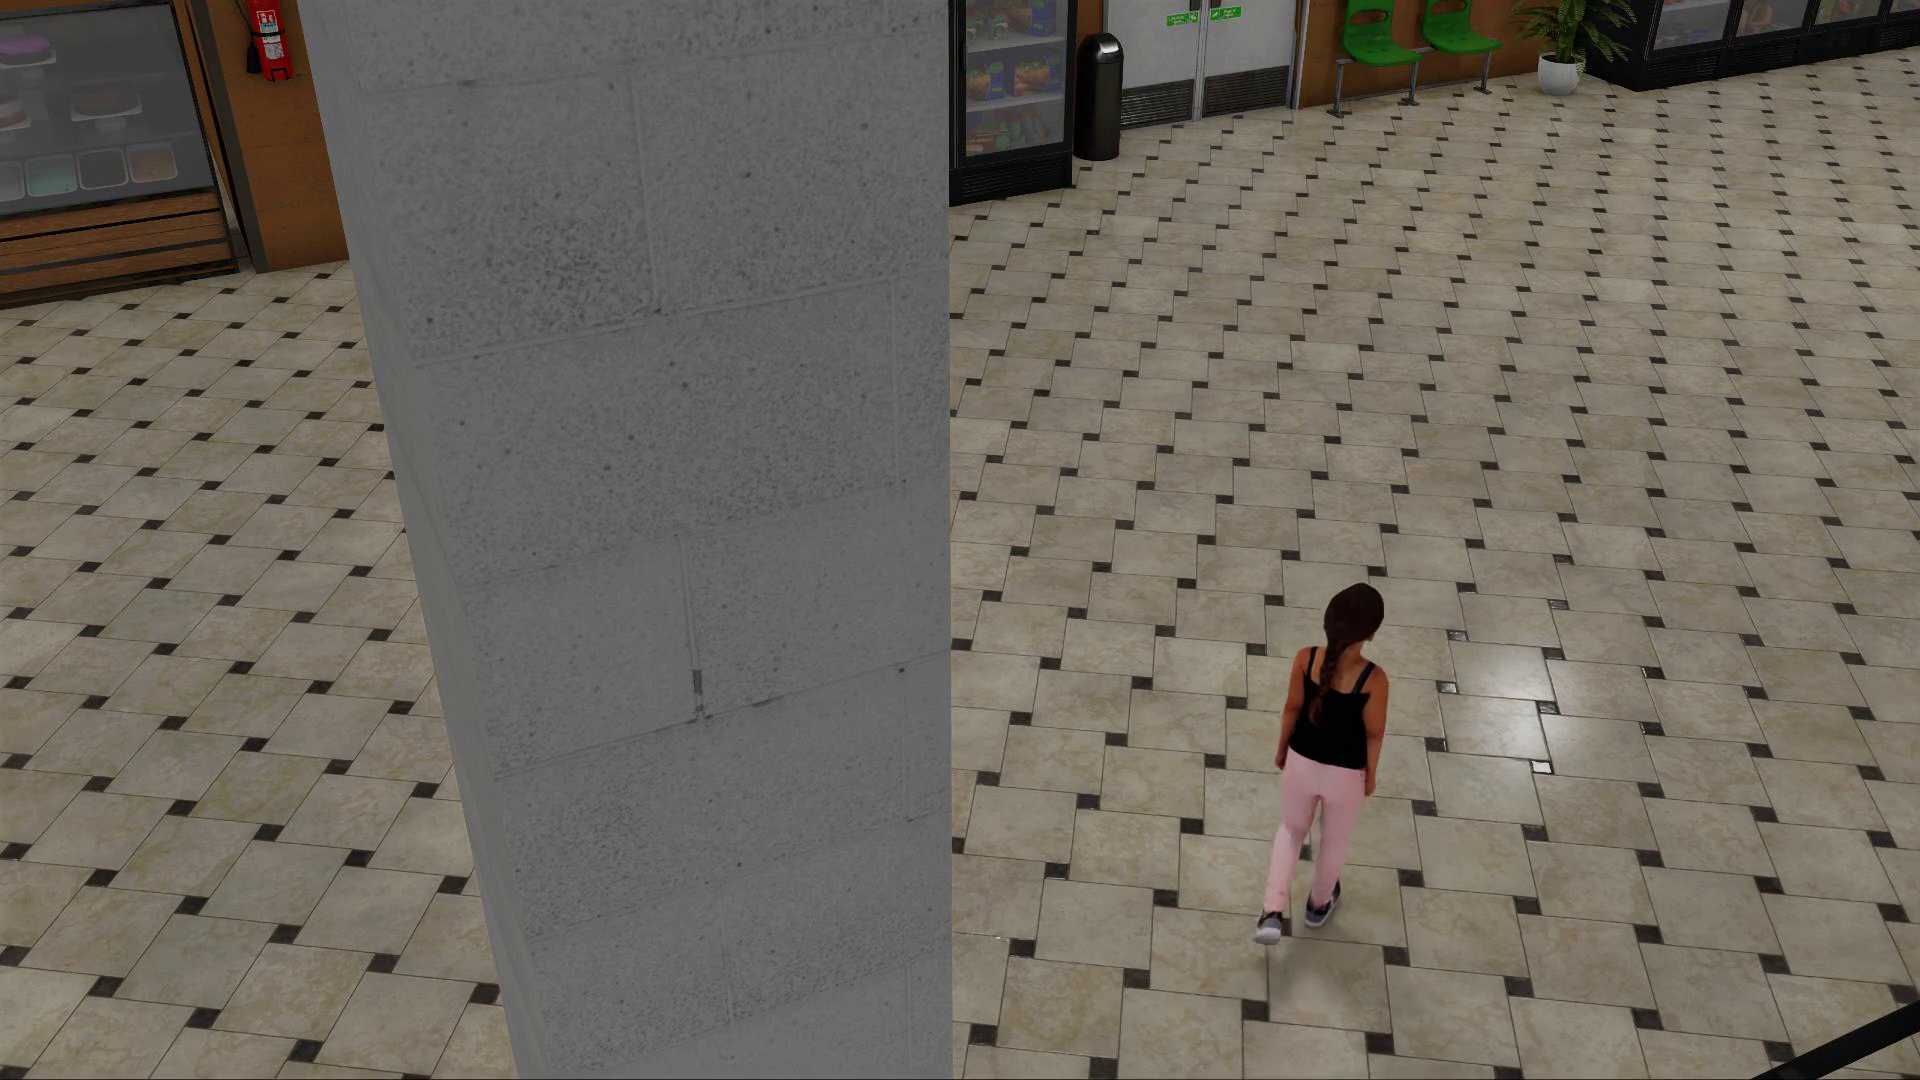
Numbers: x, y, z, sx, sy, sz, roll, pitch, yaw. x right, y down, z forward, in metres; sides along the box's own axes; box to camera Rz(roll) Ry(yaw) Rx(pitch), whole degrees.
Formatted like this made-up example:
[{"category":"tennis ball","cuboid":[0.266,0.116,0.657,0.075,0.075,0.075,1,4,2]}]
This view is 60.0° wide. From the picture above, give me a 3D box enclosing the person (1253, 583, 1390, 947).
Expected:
[{"category":"person","cuboid":[1.271,0.849,5.887,0.854,1.546,0.869,16,35,23]}]
